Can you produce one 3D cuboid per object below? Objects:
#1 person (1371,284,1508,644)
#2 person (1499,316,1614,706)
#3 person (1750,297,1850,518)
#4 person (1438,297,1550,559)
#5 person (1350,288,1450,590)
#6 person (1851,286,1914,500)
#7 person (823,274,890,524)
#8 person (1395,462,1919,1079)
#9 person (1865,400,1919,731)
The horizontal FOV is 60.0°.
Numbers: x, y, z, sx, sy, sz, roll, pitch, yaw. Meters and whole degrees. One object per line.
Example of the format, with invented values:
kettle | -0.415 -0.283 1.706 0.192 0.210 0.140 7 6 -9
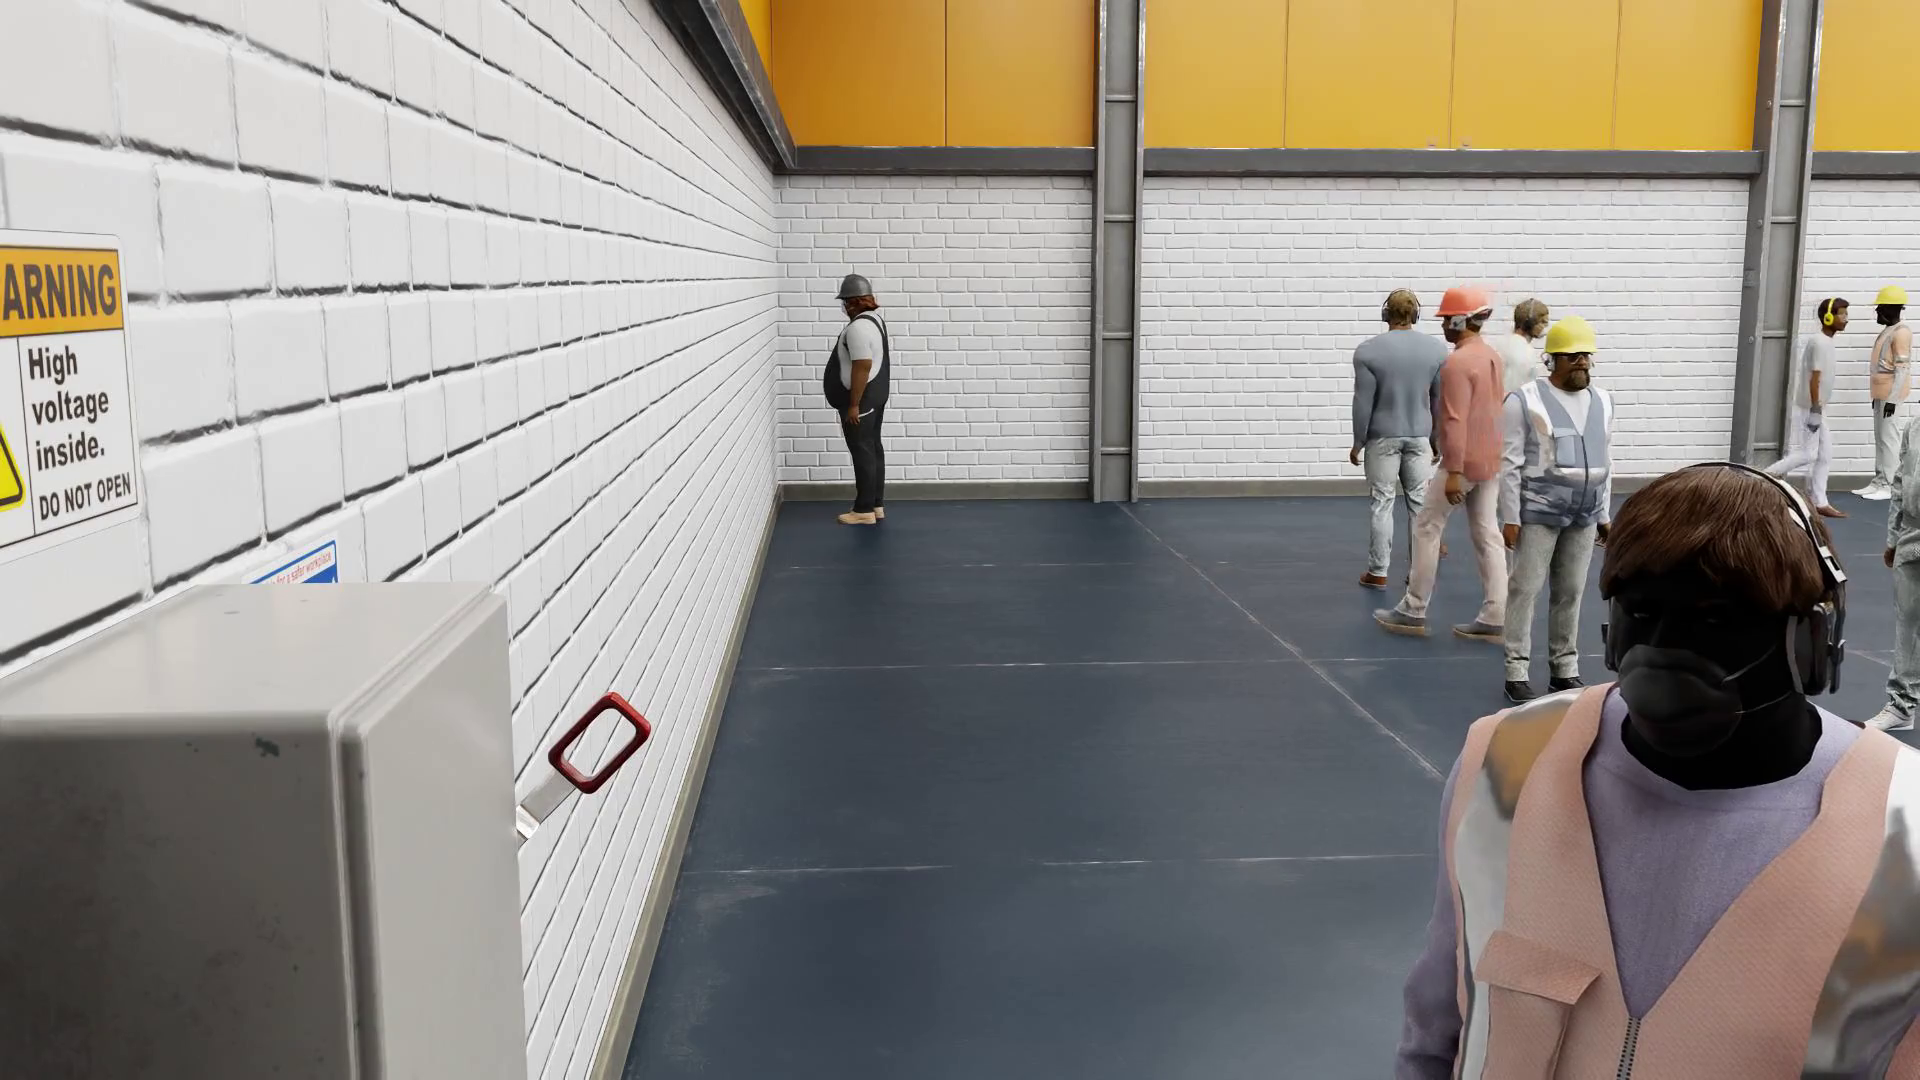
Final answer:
person | 2.706 -0.425 9.246 0.866 1.960 0.665 8 12 42
person | 2.824 -0.133 7.837 0.587 1.835 0.403 -2 9 -14
person | 7.078 -1.107 13.939 0.739 1.845 0.524 6 11 33
person | 3.740 -0.758 11.668 1.052 1.883 0.673 0 9 1
person | 2.811 -0.638 10.686 0.627 1.940 0.371 0 9 -2
person | 8.354 -1.321 15.005 0.369 1.928 0.585 3 9 16
person | -0.851 -1.156 13.619 0.536 2.000 0.688 2 9 11
person | 0.725 0.837 1.725 0.622 1.845 0.429 8 12 40
person | 4.207 0.023 7.158 0.303 1.740 0.485 -4 10 -26
